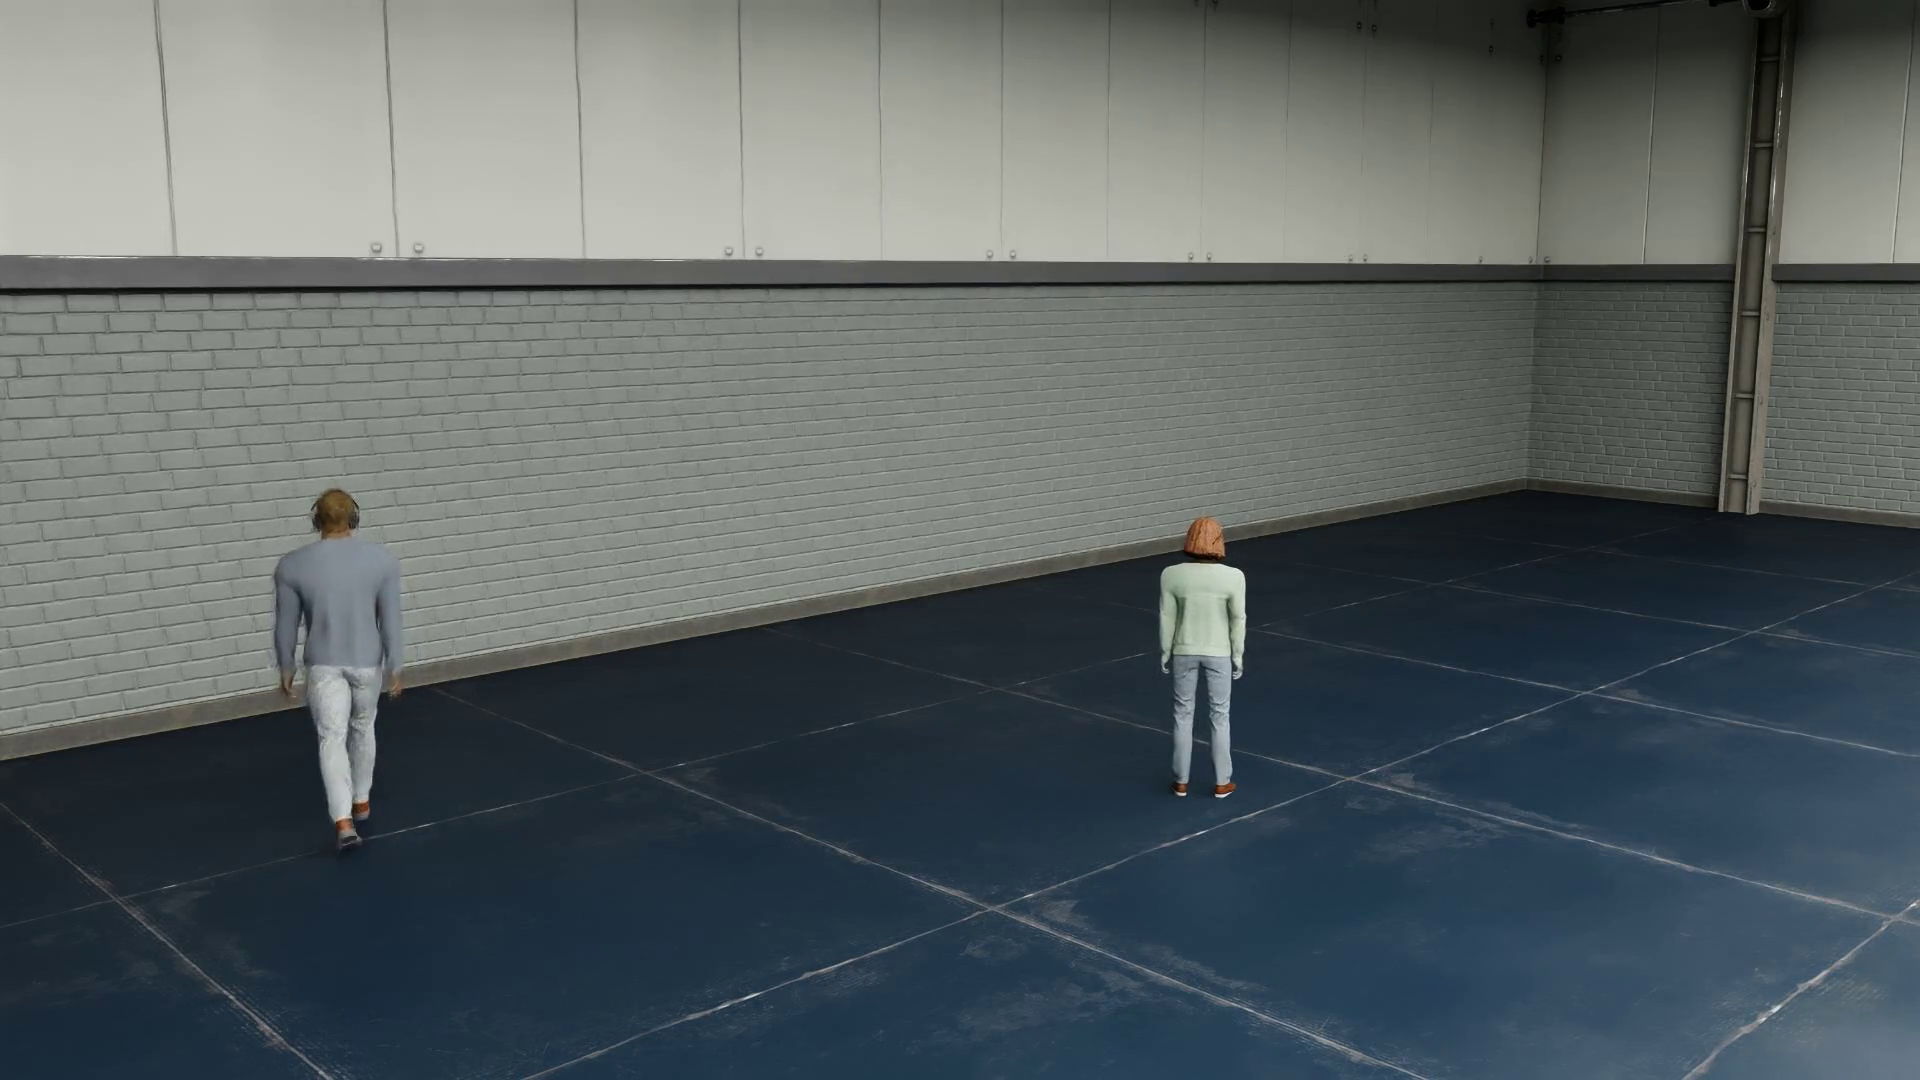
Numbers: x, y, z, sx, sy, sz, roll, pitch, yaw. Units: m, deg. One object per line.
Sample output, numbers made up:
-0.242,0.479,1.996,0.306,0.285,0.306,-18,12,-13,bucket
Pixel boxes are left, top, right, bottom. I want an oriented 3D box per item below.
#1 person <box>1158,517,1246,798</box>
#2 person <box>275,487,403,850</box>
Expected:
1.395,0.678,9.621,0.501,1.633,0.282,2,9,14,person
-3.301,0.665,8.892,0.642,1.903,0.990,-4,10,-23,person
